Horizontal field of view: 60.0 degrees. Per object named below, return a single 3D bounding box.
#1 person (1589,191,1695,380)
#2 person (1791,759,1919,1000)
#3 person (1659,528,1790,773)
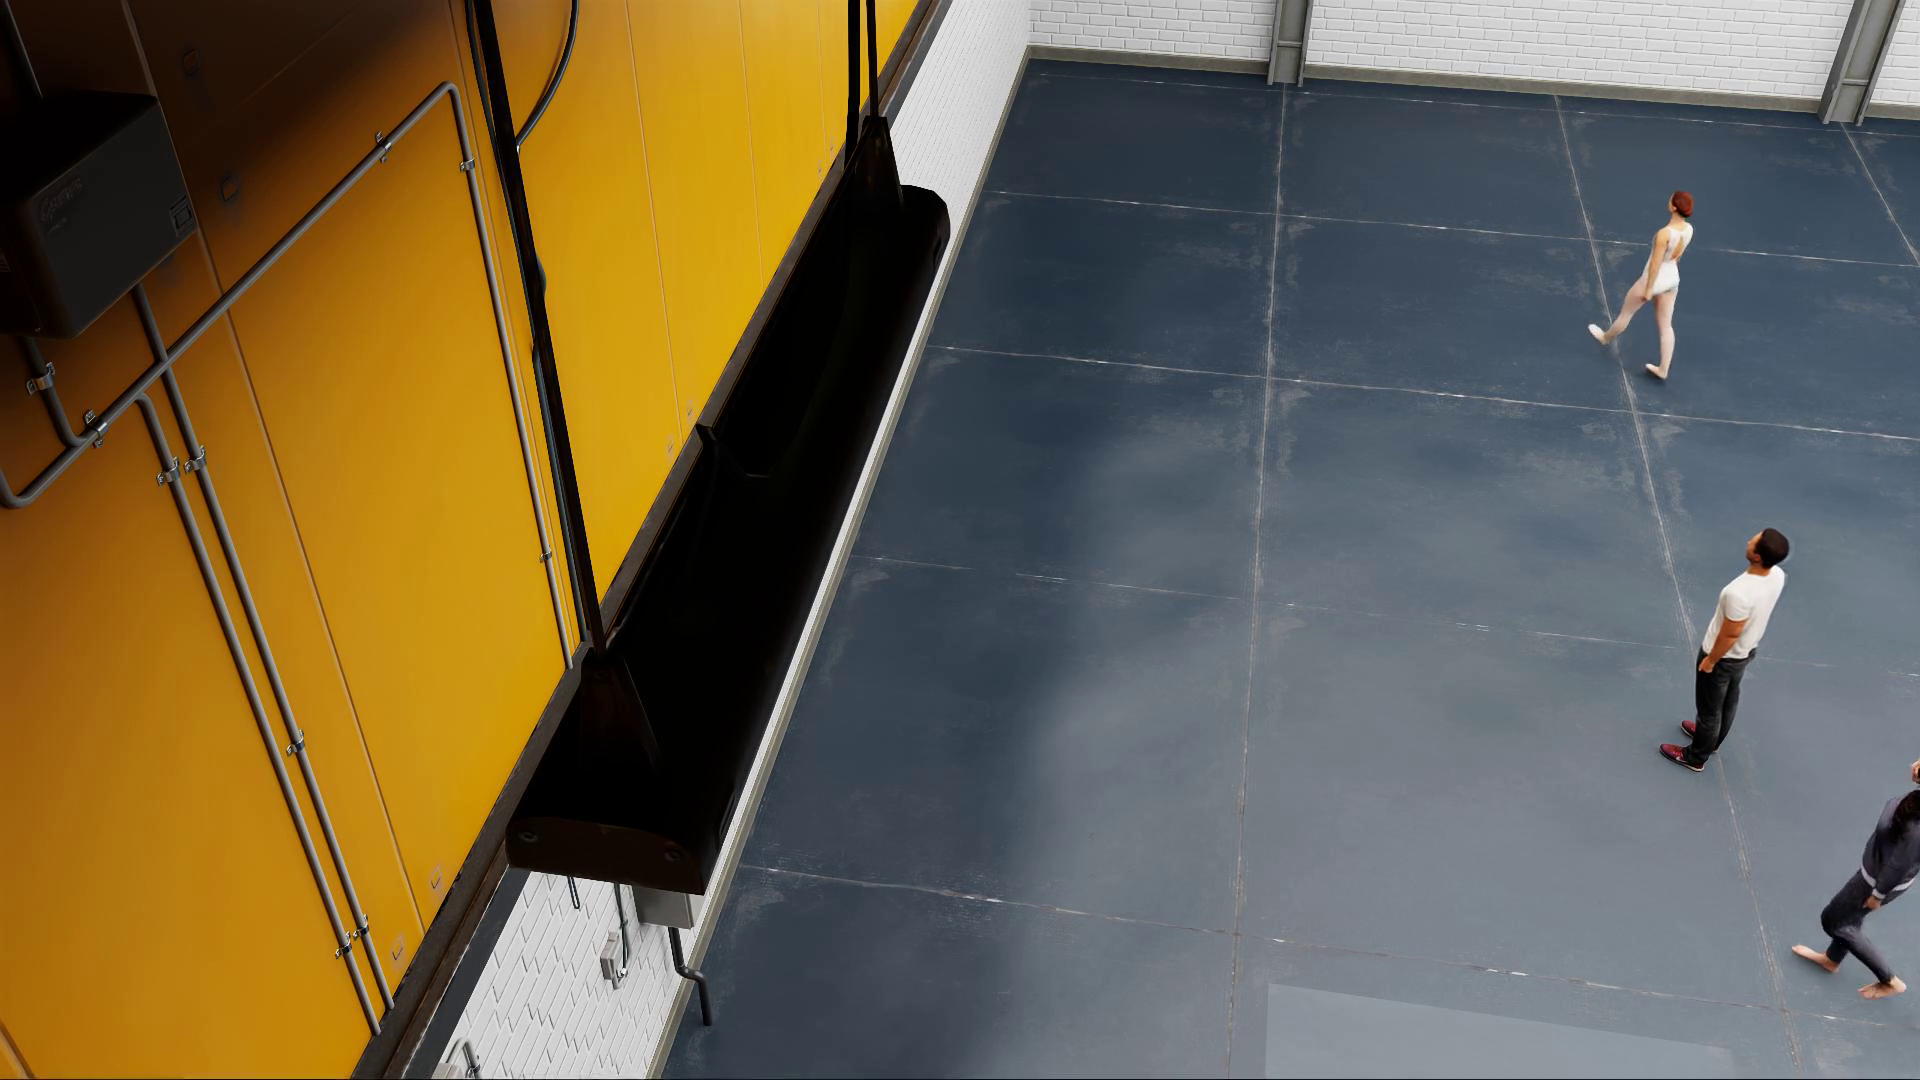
[{"bbox_3d":[5.833,-2.067,13.746,1.059,1.595,1.035,-17,42,-20],"label":"person"},{"bbox_3d":[4.968,1.788,8.792,0.917,1.755,0.811,26,45,28],"label":"person"},{"bbox_3d":[4.715,0.665,10.159,0.713,1.804,0.750,-28,46,-30],"label":"person"}]
